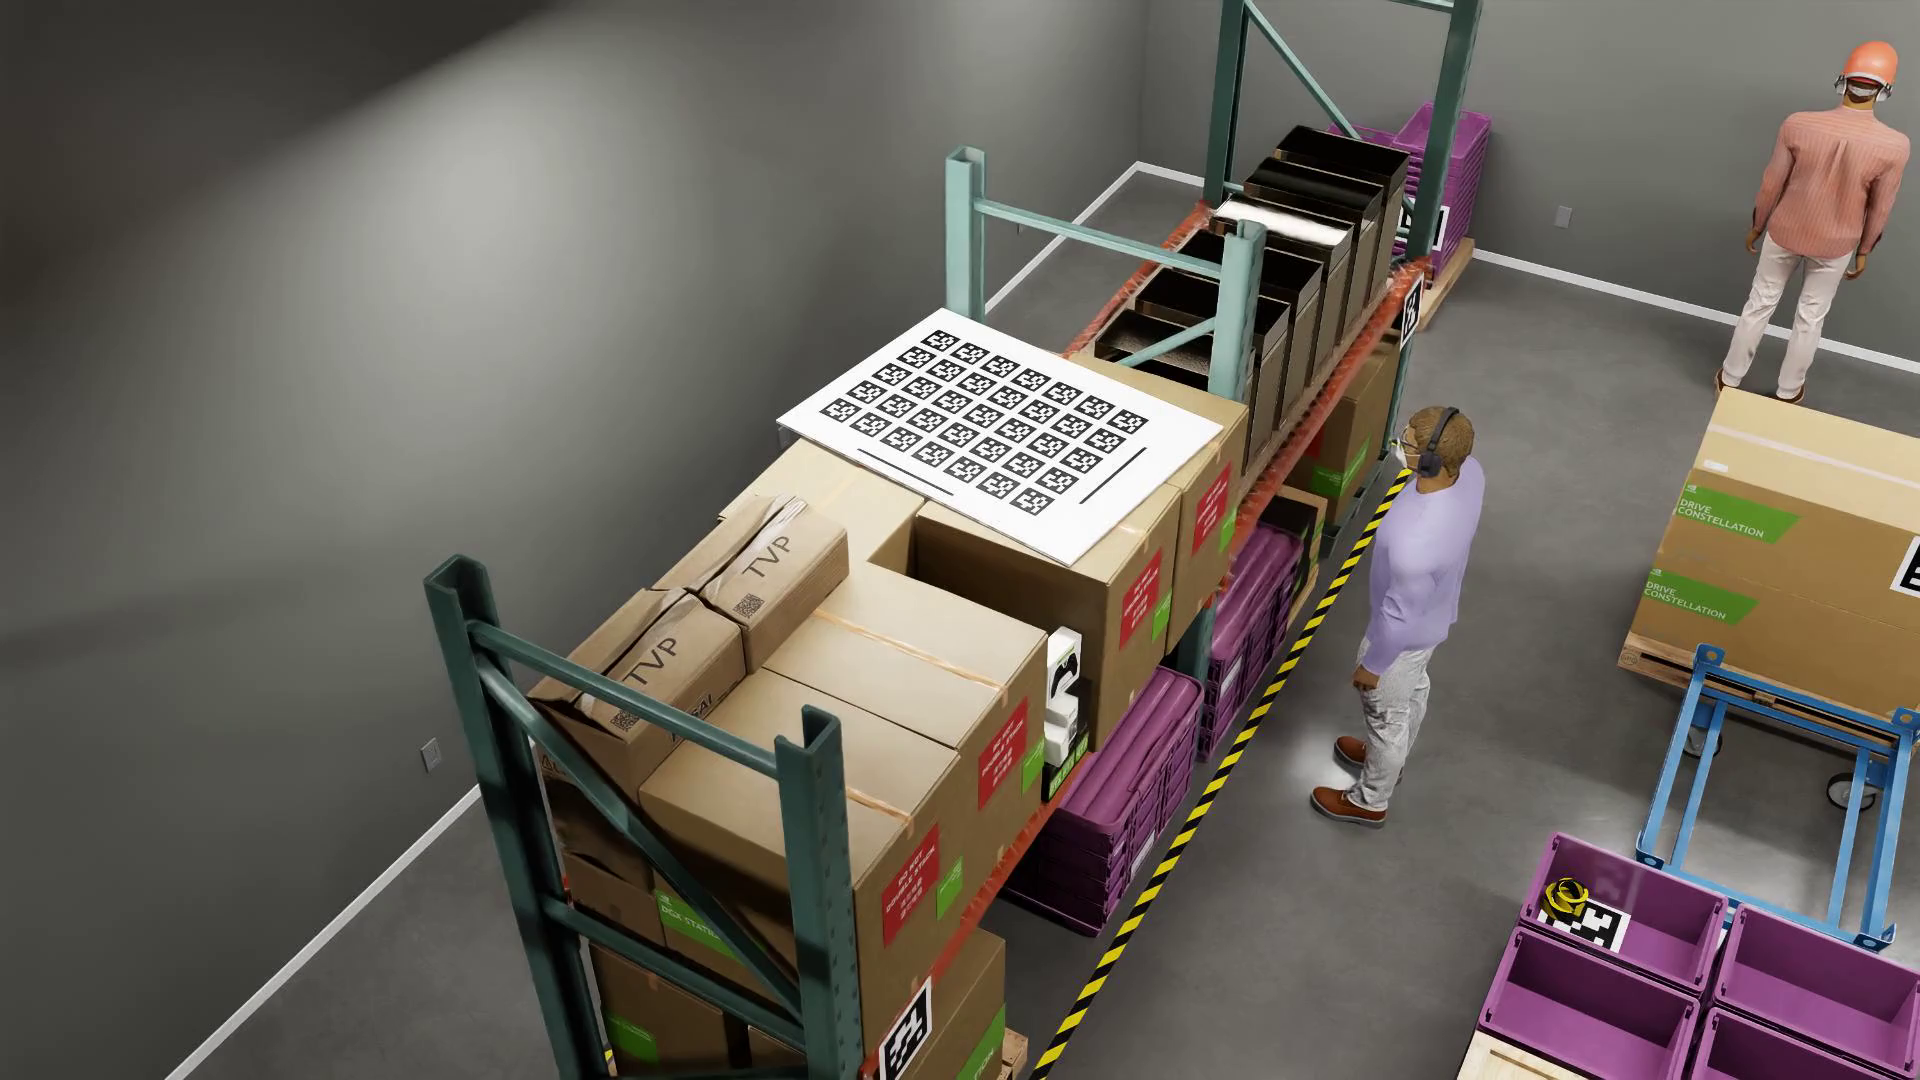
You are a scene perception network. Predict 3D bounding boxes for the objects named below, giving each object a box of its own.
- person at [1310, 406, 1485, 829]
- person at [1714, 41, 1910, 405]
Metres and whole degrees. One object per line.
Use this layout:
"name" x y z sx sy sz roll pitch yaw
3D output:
"person" 1.651 0.307 6.231 0.373 1.940 0.629 20 44 23
"person" 4.302 -1.542 8.397 0.608 1.989 0.387 20 44 23
